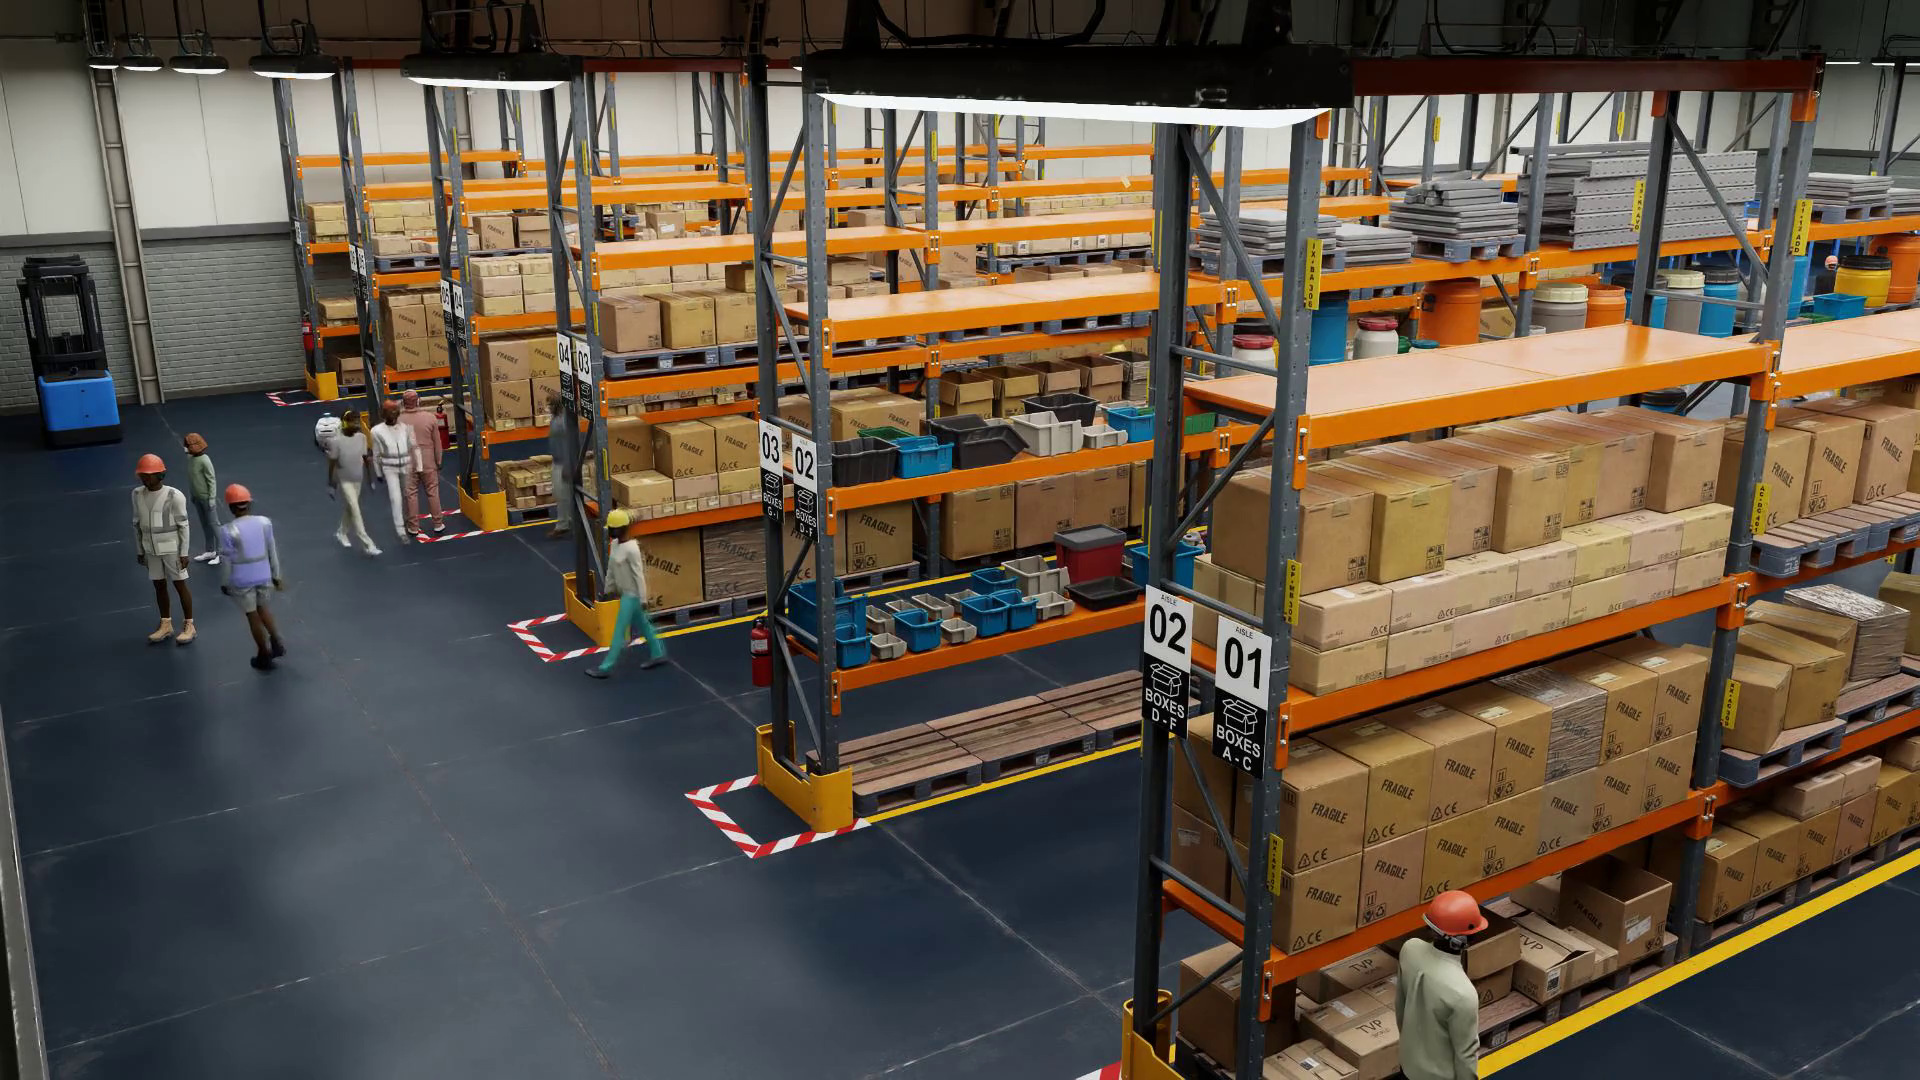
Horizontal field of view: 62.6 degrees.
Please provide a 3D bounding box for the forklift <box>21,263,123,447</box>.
[{"bbox_3d":[-14.518,-3.079,25.708,1.129,2.768,1.873,-10,20,-31],"label":"forklift"}]

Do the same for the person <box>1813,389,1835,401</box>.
[{"bbox_3d":[12.739,-1.703,23.185,0.553,1.648,0.854,-9,19,-26],"label":"person"}]

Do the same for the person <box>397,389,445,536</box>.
[{"bbox_3d":[-7.048,-1.014,20.504,0.639,1.911,0.406,-6,18,-20],"label":"person"}]

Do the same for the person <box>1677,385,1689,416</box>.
[{"bbox_3d":[11.982,-2.785,26.269,0.377,1.932,0.552,2,17,7],"label":"person"}]

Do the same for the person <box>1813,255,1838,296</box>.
[{"bbox_3d":[18.415,-5.044,33.571,0.613,1.994,0.395,0,17,-1],"label":"person"}]

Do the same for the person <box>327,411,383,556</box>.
[{"bbox_3d":[-7.644,-0.739,19.796,1.012,1.822,0.557,12,21,34],"label":"person"}]

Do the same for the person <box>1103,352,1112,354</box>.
[{"bbox_3d":[2.123,-1.883,23.495,1.045,1.836,0.580,-12,21,-34],"label":"person"}]

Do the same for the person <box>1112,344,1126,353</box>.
[{"bbox_3d":[2.351,-2.101,24.236,0.611,1.818,0.602,-13,21,-37],"label":"person"}]

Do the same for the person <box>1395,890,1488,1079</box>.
[{"bbox_3d":[2.462,2.714,8.137,0.376,1.995,0.609,-6,18,-18],"label":"person"}]

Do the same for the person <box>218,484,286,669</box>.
[{"bbox_3d":[-7.186,0.372,15.950,0.407,1.917,0.549,10,20,31],"label":"person"}]

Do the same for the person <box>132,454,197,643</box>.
[{"bbox_3d":[-8.417,0.090,16.652,0.607,2.048,0.367,3,17,8],"label":"person"}]

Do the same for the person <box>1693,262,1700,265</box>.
[{"bbox_3d":[15.309,-4.825,32.990,0.662,1.910,0.832,3,17,11],"label":"person"}]

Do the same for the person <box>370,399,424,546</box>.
[{"bbox_3d":[-7.261,-0.925,20.337,0.570,1.854,0.908,-11,20,-32],"label":"person"}]

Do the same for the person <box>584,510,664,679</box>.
[{"bbox_3d":[-3.388,0.533,15.745,0.912,1.713,0.551,-11,20,-31],"label":"person"}]

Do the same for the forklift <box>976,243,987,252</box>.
[{"bbox_3d":[0.988,-5.474,34.718,1.214,2.155,2.313,-10,20,-31],"label":"forklift"}]

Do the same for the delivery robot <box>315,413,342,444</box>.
[{"bbox_3d":[-10.094,-1.784,25.228,0.477,0.478,0.707,-5,18,-15],"label":"delivery robot"}]

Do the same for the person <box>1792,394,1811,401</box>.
[{"bbox_3d":[15.295,-3.428,28.436,0.432,1.894,0.669,-7,18,-21],"label":"person"}]

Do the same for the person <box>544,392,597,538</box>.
[{"bbox_3d":[-5.088,-0.963,20.300,0.572,1.927,0.649,-8,19,-24],"label":"person"}]

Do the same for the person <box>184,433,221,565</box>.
[{"bbox_3d":[-9.267,-0.514,19.328,0.502,1.632,0.277,13,21,37],"label":"person"}]
